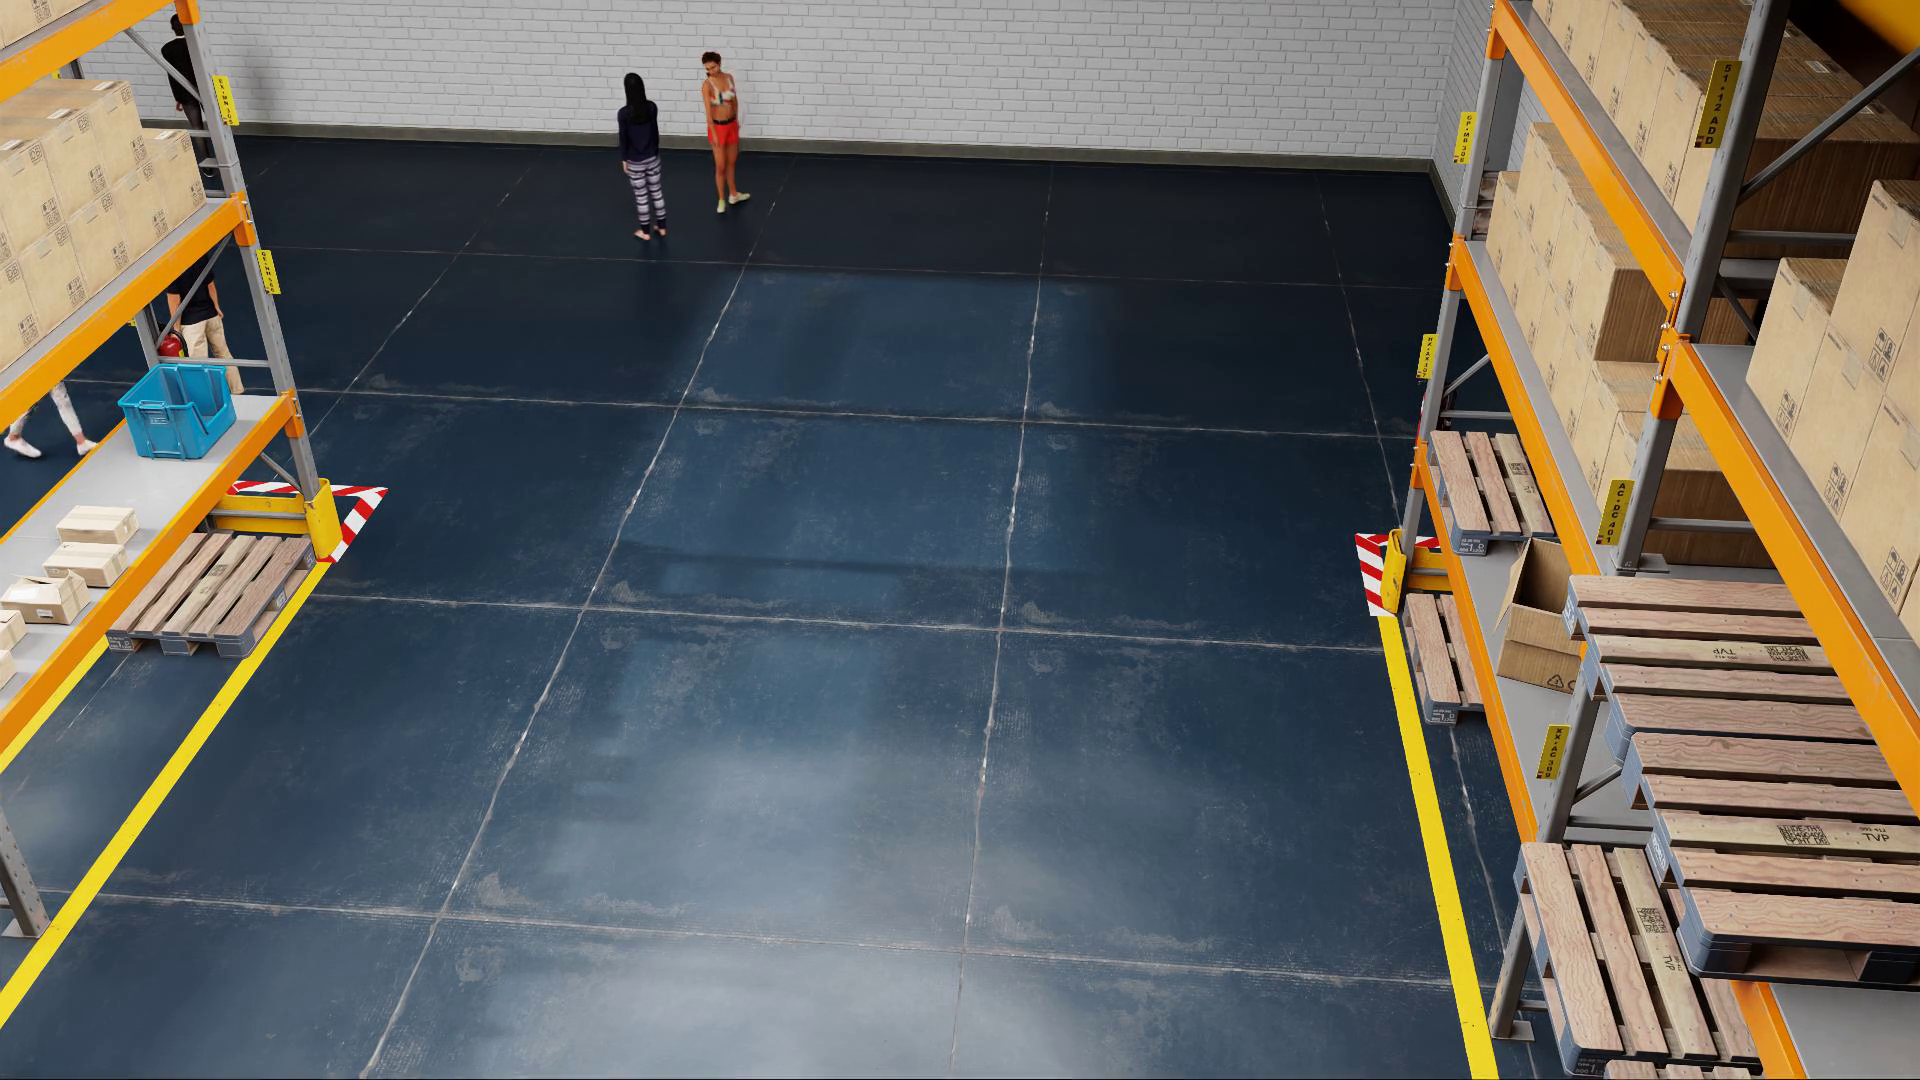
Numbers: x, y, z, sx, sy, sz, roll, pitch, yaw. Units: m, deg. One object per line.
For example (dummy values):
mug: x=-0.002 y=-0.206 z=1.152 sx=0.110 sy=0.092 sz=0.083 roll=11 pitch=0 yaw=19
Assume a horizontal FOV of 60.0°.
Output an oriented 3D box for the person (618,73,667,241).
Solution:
person: x=-3.254 y=-3.935 z=17.060 sx=0.670 sy=1.734 sz=0.714 roll=-22 pitch=39 yaw=-29

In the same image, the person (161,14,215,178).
person: x=-8.490 y=-4.952 z=18.530 sx=0.745 sy=1.799 sz=0.754 roll=-16 pitch=37 yaw=-22

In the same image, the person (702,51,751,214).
person: x=-2.496 y=-4.377 z=17.704 sx=0.870 sy=1.756 sz=0.747 roll=17 pitch=37 yaw=24

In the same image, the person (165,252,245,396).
person: x=-6.309 y=-1.836 z=13.787 sx=0.762 sy=1.859 sz=0.593 roll=15 pitch=36 yaw=21

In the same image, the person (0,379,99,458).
person: x=-7.482 y=-1.370 z=13.240 sx=0.748 sy=1.689 sz=1.026 roll=-1 pitch=34 yaw=-2
